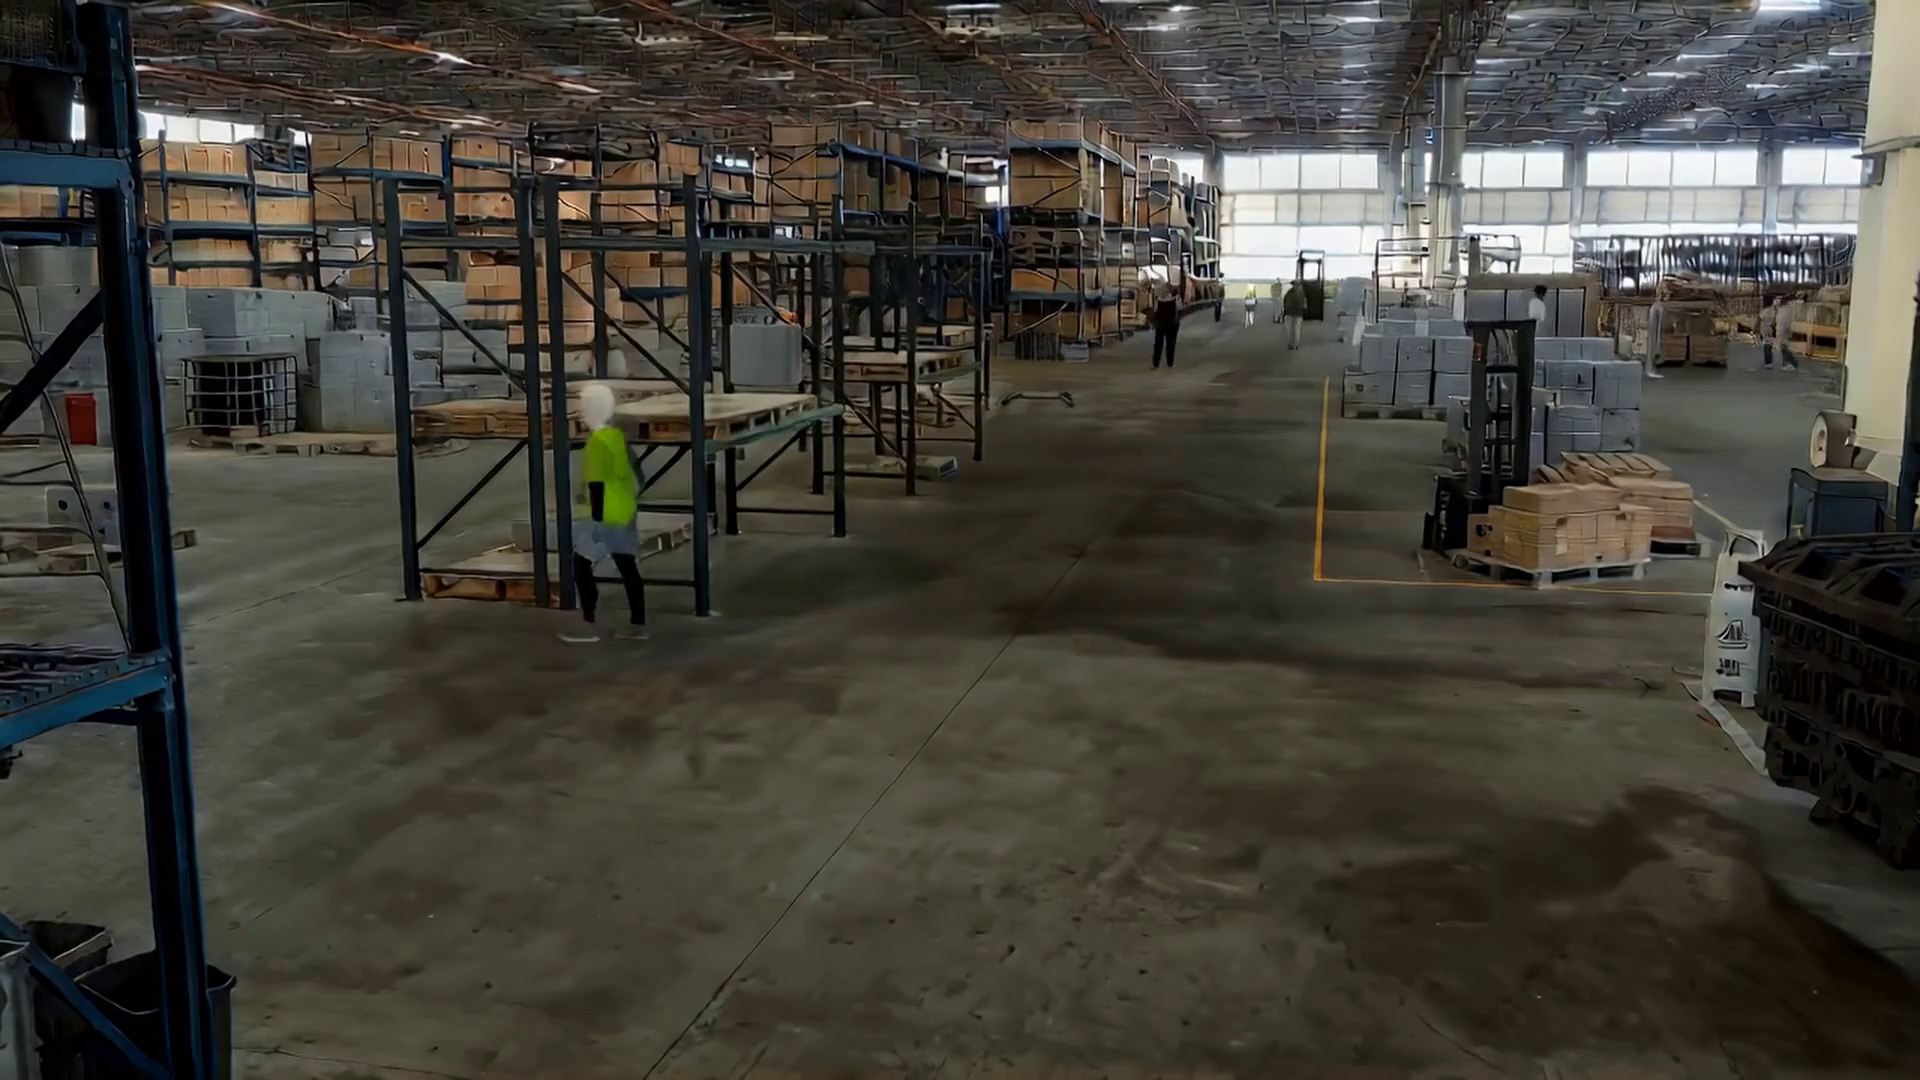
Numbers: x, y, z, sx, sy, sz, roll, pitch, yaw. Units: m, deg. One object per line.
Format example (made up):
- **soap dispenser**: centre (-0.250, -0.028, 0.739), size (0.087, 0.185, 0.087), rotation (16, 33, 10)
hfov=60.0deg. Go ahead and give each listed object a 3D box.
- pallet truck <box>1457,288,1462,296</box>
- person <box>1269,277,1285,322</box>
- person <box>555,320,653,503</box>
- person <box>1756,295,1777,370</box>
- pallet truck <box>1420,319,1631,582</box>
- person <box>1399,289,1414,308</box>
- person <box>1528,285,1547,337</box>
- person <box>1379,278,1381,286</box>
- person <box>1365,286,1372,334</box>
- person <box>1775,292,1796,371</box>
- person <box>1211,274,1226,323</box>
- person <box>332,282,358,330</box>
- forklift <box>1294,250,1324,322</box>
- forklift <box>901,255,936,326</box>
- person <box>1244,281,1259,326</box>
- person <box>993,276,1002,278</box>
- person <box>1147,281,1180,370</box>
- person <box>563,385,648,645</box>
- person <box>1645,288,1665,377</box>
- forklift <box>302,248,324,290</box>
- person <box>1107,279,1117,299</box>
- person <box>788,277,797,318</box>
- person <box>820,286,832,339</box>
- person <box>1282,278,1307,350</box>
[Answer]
- **pallet truck**: centre (20.506, -9.785, 68.819), size (0.653, 1.274, 1.630), rotation (2, 10, 12)
- **person**: centre (12.605, -9.580, 66.184), size (0.600, 1.783, 0.930), rotation (2, 10, 10)
- **person**: centre (-3.537, -1.246, 16.561), size (0.997, 1.873, 0.591), rotation (1, 10, 5)
- **person**: centre (18.049, -4.629, 37.145), size (0.320, 1.691, 0.536), rotation (1, 10, 5)
- **pallet truck**: centre (4.543, -0.757, 13.299), size (0.823, 1.965, 1.885), rotation (-4, 10, -22)
- **person**: centre (11.123, -5.354, 41.293), size (0.521, 1.737, 0.824), rotation (-9, 13, -42)
- **person**: centre (13.199, -4.919, 38.186), size (0.791, 1.917, 0.613), rotation (9, 13, 42)
- **person**: centre (20.966, -12.416, 82.590), size (0.905, 1.920, 0.615), rotation (9, 13, 42)
- **person**: centre (13.522, -7.505, 54.443), size (0.520, 1.603, 0.819), rotation (7, 12, 38)
- **person**: centre (18.269, -4.611, 36.867), size (0.439, 1.737, 0.548), rotation (0, 10, 2)
- **person**: centre (10.020, -9.356, 64.493), size (0.547, 1.911, 0.831), rotation (2, 10, 9)
- **person**: centre (-15.221, -5.420, 41.180), size (0.592, 1.911, 0.385), rotation (-9, 13, -41)
- **forklift**: centre (13.778, -10.002, 65.433), size (1.129, 2.768, 1.873), rotation (2, 10, 12)
- **forklift**: centre (-1.126, -5.875, 40.993), size (1.129, 2.768, 1.873), rotation (2, 10, 12)
- **person**: centre (10.760, -8.736, 61.531), size (0.554, 1.649, 0.854), rotation (0, 10, 0)
- **person**: centre (2.133, -14.243, 93.501), size (0.586, 1.878, 0.954), rotation (0, 10, 1)
- **person**: centre (4.615, -4.841, 37.357), size (0.807, 2.000, 0.533), rotation (-2, 10, -11)
- **person**: centre (-2.324, -0.155, 10.692), size (0.639, 1.676, 0.544), rotation (2, 10, 13)
- **person**: centre (14.658, -4.359, 35.005), size (0.328, 1.872, 0.513), rotation (1, 10, 7)
- **forklift**: centre (-19.954, -7.721, 51.928), size (1.129, 2.768, 1.873), rotation (-5, 11, -28)
- **person**: centre (7.990, -13.292, 88.073), size (0.654, 1.806, 0.881), rotation (1, 10, 6)
- **person**: centre (-6.141, -8.773, 61.272), size (0.490, 1.824, 0.650), rotation (1, 10, 6)
- **person**: centre (-3.147, -5.200, 40.110), size (0.594, 1.836, 0.981), rotation (1, 10, 9)
- **person**: centre (9.121, -6.161, 45.393), size (0.634, 1.972, 0.428), rotation (1, 10, 7)
